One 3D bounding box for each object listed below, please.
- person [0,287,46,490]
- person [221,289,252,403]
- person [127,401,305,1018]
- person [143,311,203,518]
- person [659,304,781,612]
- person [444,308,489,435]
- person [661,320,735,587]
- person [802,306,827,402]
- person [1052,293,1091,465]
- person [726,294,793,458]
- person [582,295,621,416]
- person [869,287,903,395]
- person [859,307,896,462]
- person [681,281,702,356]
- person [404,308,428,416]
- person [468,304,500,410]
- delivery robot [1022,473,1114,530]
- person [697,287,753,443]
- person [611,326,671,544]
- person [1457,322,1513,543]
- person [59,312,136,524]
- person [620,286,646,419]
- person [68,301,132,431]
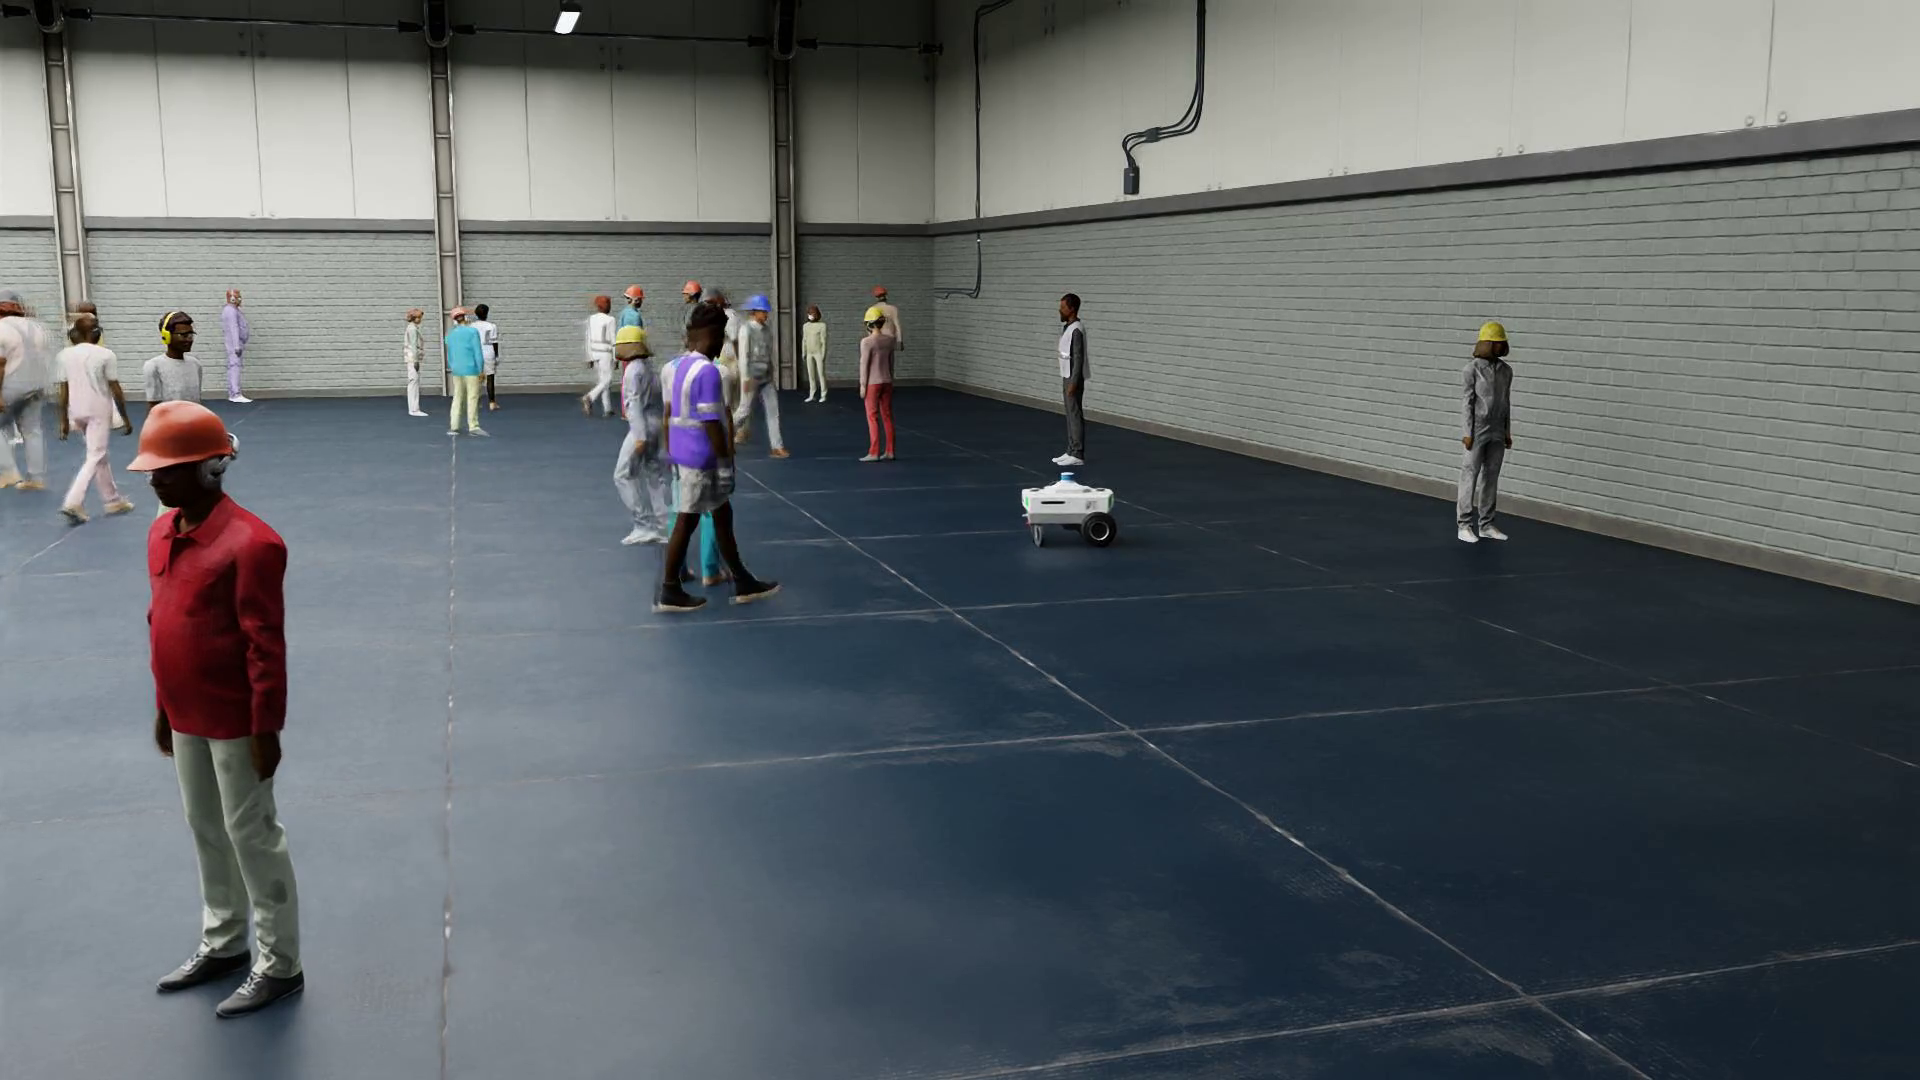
[{"bbox_3d":[-9.292,-1.489,16.308,0.553,2.000,0.695,2,9,12],"label":"person"},{"bbox_3d":[-12.241,-3.277,28.140,0.403,1.911,0.637,-5,10,-29],"label":"person"},{"bbox_3d":[-2.133,0.475,4.729,0.573,1.743,0.352,6,11,35],"label":"person"},{"bbox_3d":[-5.377,-0.640,11.481,0.321,1.860,0.522,3,9,18],"label":"person"},{"bbox_3d":[-1.508,-0.511,10.436,0.894,1.912,0.620,-3,9,-19],"label":"person"},{"bbox_3d":[-6.570,-2.238,22.180,0.642,1.702,0.326,5,10,27],"label":"person"},{"bbox_3d":[-1.764,-0.592,11.255,0.517,1.834,0.357,2,9,14],"label":"person"},{"bbox_3d":[-2.458,-3.145,28.180,0.503,1.628,0.284,6,10,32],"label":"person"},{"bbox_3d":[1.265,-1.794,18.643,0.392,1.920,0.587,-1,9,-5],"label":"person"},{"bbox_3d":[-2.425,-1.911,19.417,0.935,1.915,0.627,5,10,30],"label":"person"},{"bbox_3d":[-5.415,-2.751,24.968,0.579,1.859,0.783,6,11,34],"label":"person"},{"bbox_3d":[-1.345,-3.554,29.783,0.664,1.952,0.601,4,10,24],"label":"person"},{"bbox_3d":[-0.955,-1.770,18.999,0.336,1.760,0.523,8,12,41],"label":"person"},{"bbox_3d":[-4.075,-2.935,25.523,0.372,2.044,0.607,2,9,10],"label":"person"},{"bbox_3d":[-8.288,-2.697,25.288,0.316,1.639,0.514,-3,9,-20],"label":"person"},{"bbox_3d":[-7.583,-2.902,26.444,0.536,1.692,0.320,2,9,12],"label":"person"},{"bbox_3d":[0.843,-0.287,13.061,0.707,0.478,0.477,0,9,1],"label":"delivery robot"},{"bbox_3d":[-2.987,-2.206,20.878,0.909,2.000,0.705,-5,10,-30],"label":"person"},{"bbox_3d":[-2.484,-0.816,13.030,0.498,1.711,0.503,1,9,8],"label":"person"},{"bbox_3d":[4.186,-0.854,13.200,0.487,1.744,0.294,-4,10,-26],"label":"person"},{"bbox_3d":[-7.487,-1.055,14.294,0.524,1.804,0.957,2,9,11],"label":"person"},{"bbox_3d":[-4.804,-2.748,24.542,0.416,1.985,0.609,-6,11,-32],"label":"person"},{"bbox_3d":[-11.876,-2.371,22.782,0.922,1.779,0.697,0,9,0],"label":"person"}]
